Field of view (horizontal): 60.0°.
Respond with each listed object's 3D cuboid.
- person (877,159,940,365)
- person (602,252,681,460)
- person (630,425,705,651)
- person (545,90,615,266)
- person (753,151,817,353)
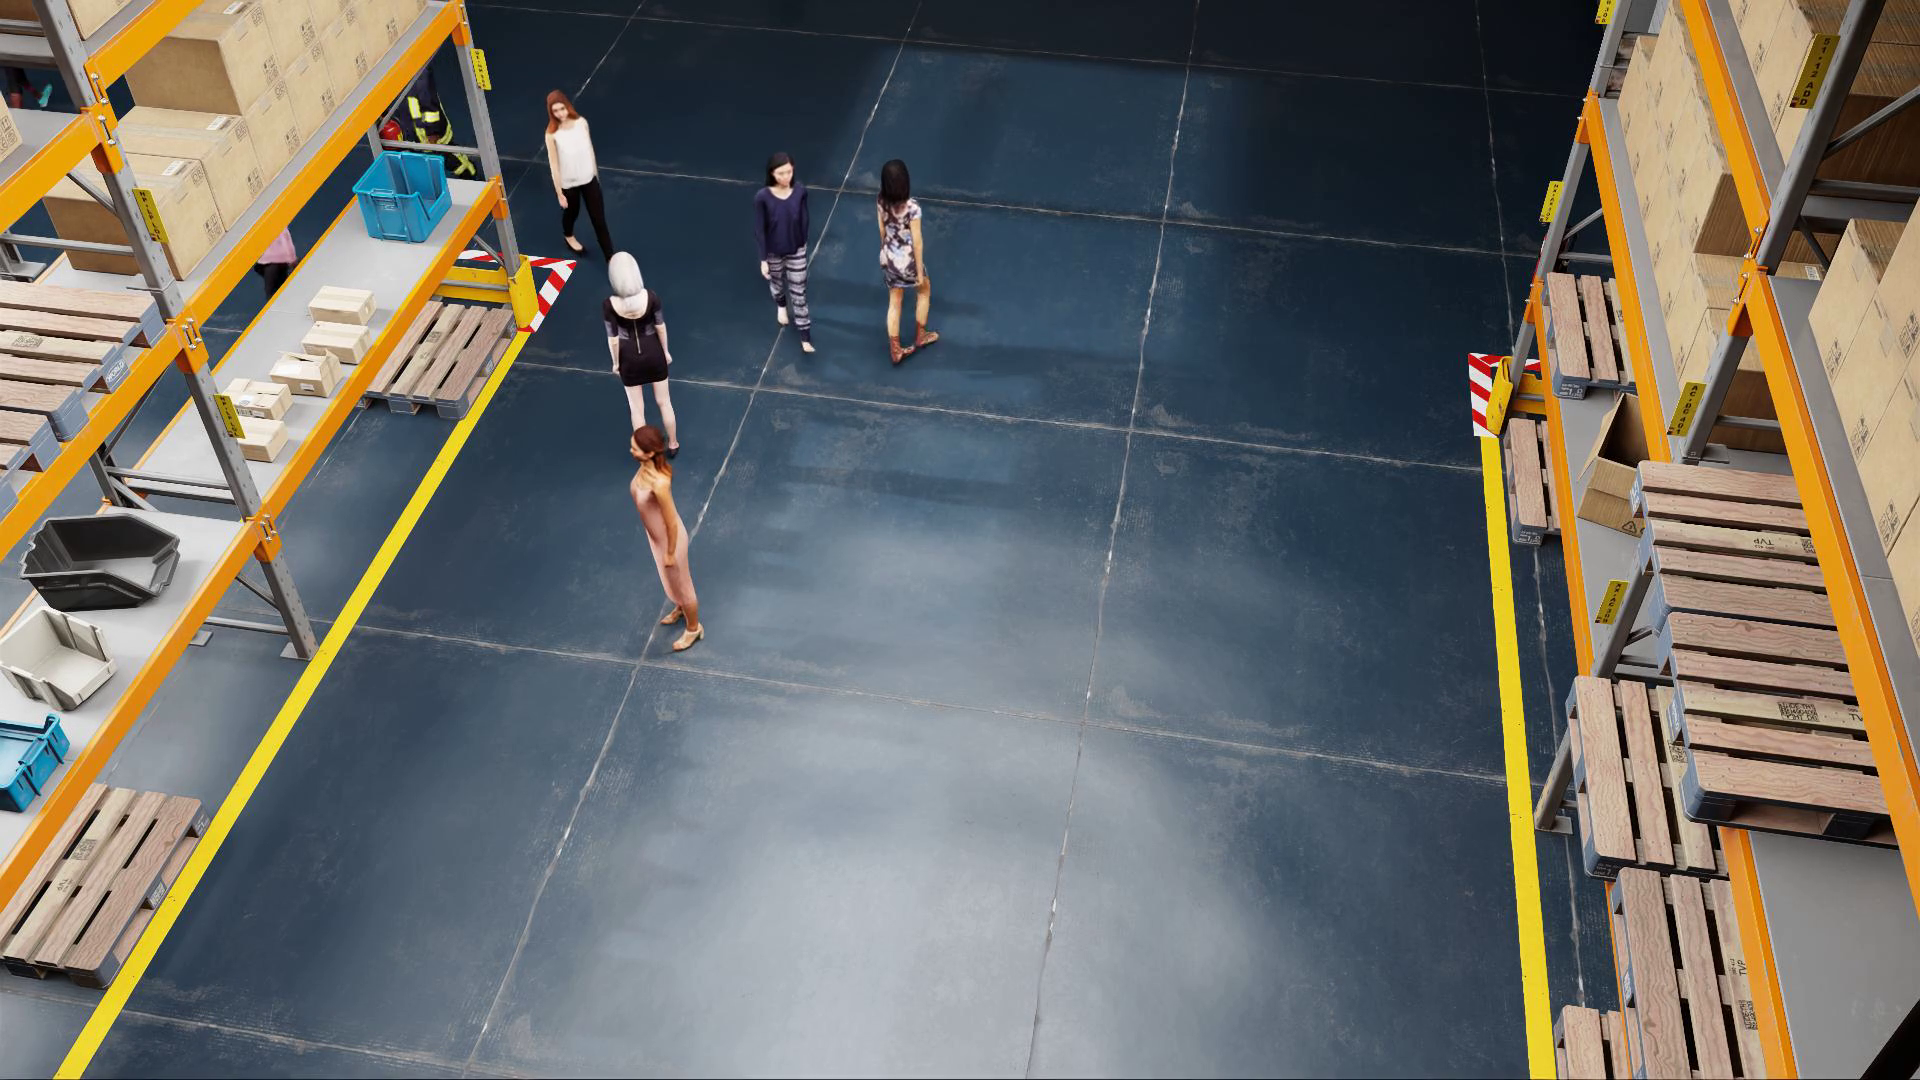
[{"bbox_3d":[-0.515,-2.124,13.017,0.792,1.711,0.871,27,50,26],"label":"person"},{"bbox_3d":[-2.311,-1.306,12.071,0.652,1.832,0.644,-12,45,-13],"label":"person"},{"bbox_3d":[-1.885,-0.023,10.724,0.734,1.831,0.632,-17,46,-17],"label":"person"},{"bbox_3d":[-3.272,-3.018,13.981,1.084,1.675,1.121,-29,51,-27],"label":"person"},{"bbox_3d":[-1.440,-2.375,13.301,0.933,1.682,1.174,-11,45,-11],"label":"person"}]
